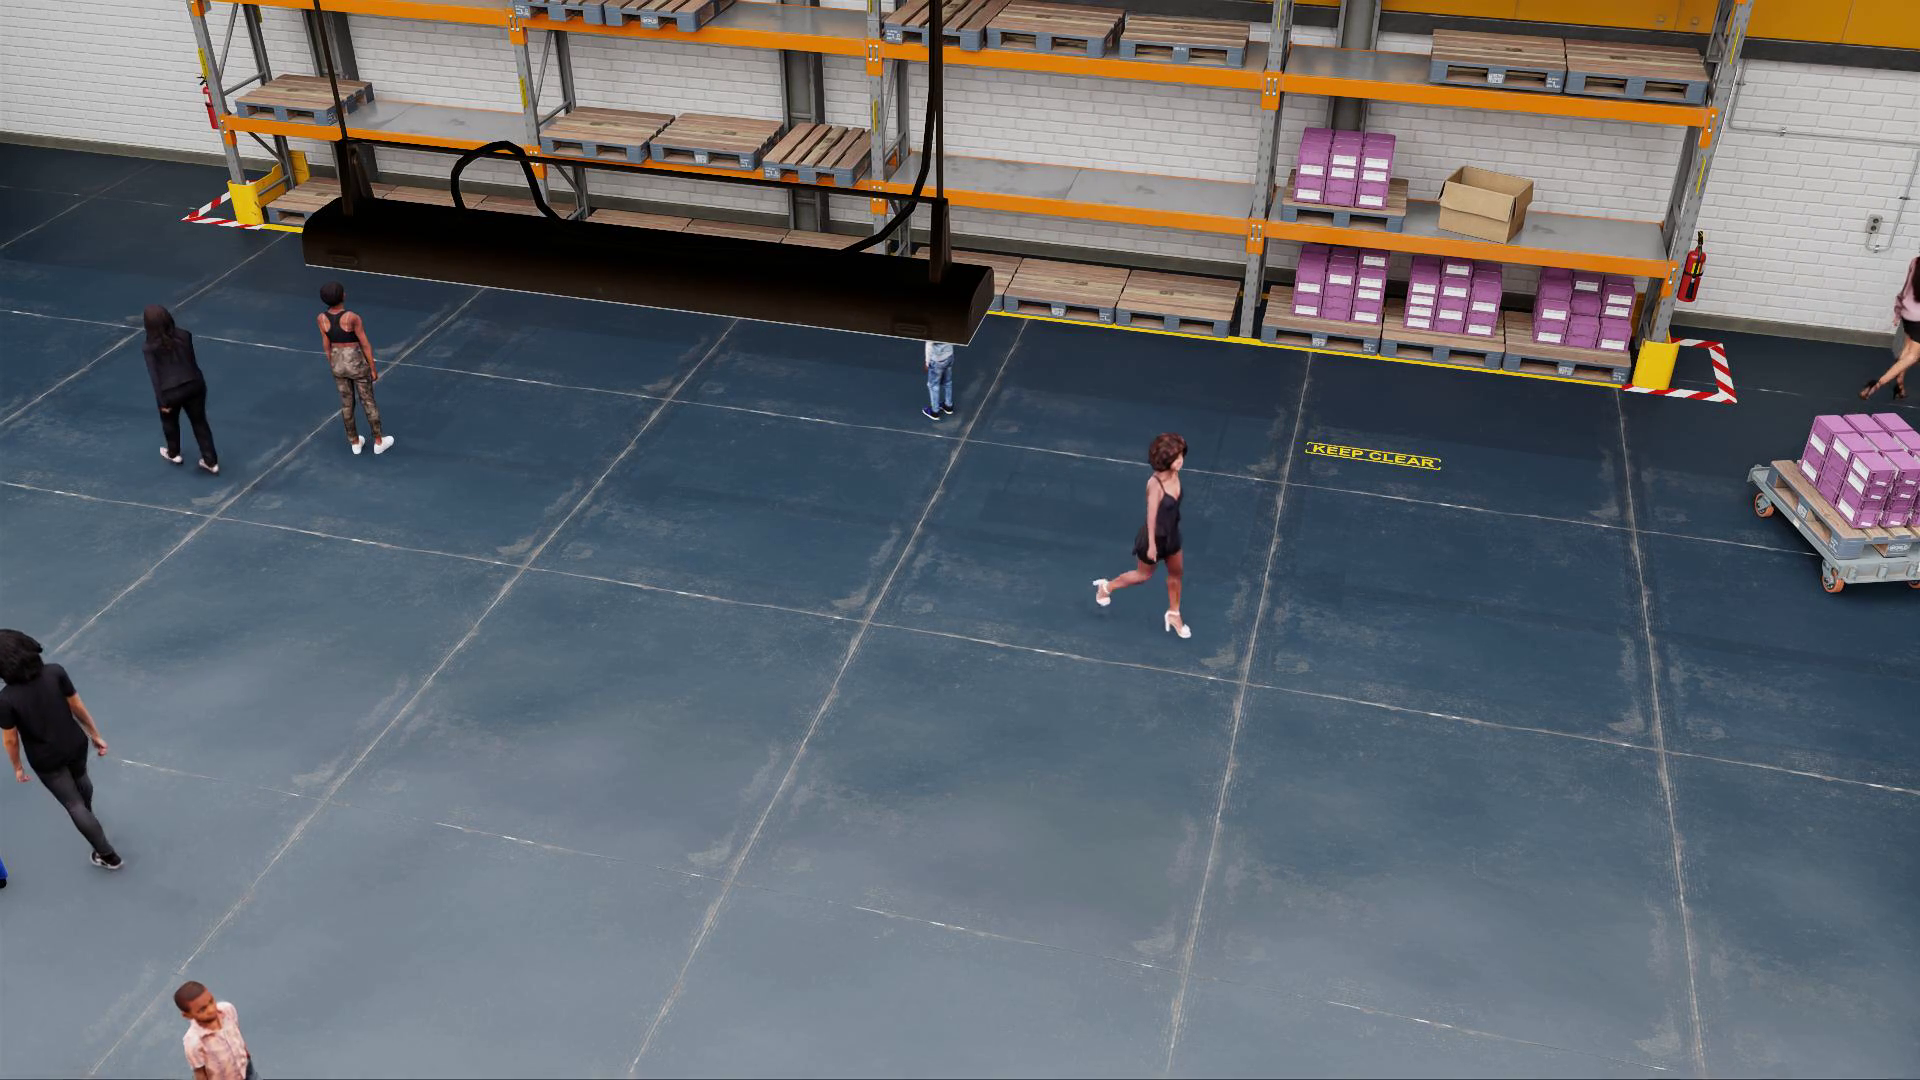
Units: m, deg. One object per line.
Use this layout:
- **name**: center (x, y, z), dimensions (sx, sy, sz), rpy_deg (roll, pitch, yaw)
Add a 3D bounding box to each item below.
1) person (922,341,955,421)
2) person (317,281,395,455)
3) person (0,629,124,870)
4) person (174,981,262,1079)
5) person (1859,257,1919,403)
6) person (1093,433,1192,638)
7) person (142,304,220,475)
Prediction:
- **person**: center (-0.198, -1.746, 15.730), dimensions (0.551, 1.258, 0.595), rpy_deg (-29, 43, -36)
- **person**: center (-5.516, -1.560, 15.051), dimensions (0.542, 1.701, 0.680), rpy_deg (1, 34, 1)
- **person**: center (-5.675, 1.372, 10.547), dimensions (1.121, 1.805, 0.894), rpy_deg (22, 39, 29)
- **person**: center (-3.962, 2.807, 8.850), dimensions (0.704, 1.293, 0.578), rpy_deg (13, 36, 18)
- **person**: center (8.987, -2.026, 15.674), dimensions (1.116, 1.788, 1.033), rpy_deg (-16, 37, -23)
- **person**: center (1.434, -0.039, 12.708), dimensions (1.133, 1.762, 0.816), rpy_deg (21, 39, 29)
- **person**: center (-6.860, -1.301, 14.765), dimensions (1.004, 1.586, 0.835), rpy_deg (22, 39, 29)
